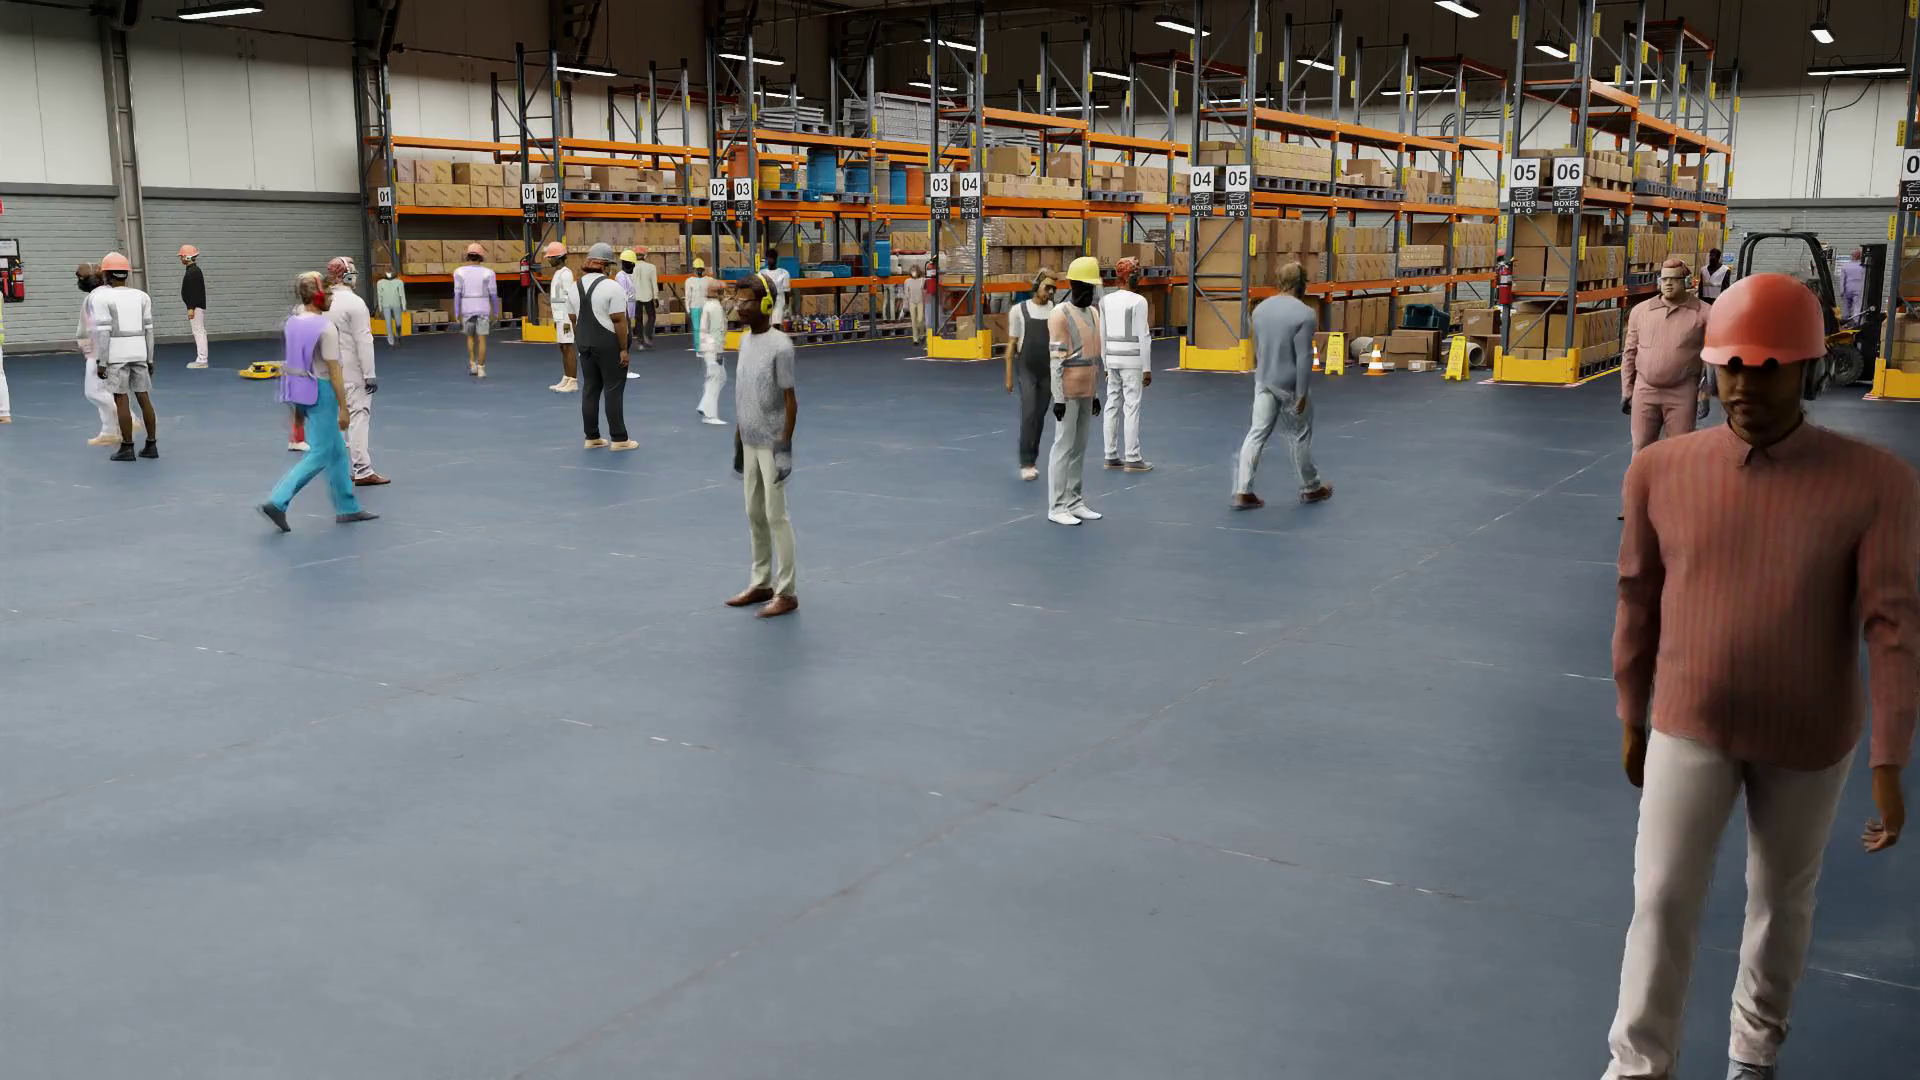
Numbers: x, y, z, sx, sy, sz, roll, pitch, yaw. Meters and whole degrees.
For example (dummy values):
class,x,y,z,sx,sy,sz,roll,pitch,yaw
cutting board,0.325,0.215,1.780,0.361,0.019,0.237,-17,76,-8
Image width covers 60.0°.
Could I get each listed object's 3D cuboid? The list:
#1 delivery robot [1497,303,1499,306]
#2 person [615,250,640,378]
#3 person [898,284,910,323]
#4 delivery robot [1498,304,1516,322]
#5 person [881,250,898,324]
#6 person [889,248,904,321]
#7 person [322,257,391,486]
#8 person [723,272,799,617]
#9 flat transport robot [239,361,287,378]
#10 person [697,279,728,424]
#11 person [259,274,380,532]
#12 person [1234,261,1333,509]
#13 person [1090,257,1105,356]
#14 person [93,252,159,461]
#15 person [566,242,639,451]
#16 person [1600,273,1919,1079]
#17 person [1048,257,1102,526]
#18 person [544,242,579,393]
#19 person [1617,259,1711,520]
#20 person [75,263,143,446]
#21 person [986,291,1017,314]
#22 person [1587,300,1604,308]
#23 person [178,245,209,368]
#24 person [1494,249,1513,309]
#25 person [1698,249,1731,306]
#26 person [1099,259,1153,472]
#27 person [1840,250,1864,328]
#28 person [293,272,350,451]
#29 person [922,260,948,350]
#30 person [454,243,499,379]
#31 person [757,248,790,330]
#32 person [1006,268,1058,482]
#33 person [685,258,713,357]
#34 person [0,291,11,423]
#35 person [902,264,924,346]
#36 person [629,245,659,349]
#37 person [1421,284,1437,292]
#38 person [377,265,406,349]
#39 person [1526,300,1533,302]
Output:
class,x,y,z,sx,sy,sz,roll,pitch,yaw
delivery robot,13.258,-5.594,40.921,0.477,0.478,0.707,0,10,-1
person,-5.014,-3.398,25.054,0.389,1.923,0.586,-2,10,-9
person,-1.191,-5.888,39.848,0.502,1.612,0.682,6,12,32
delivery robot,13.100,-5.488,40.329,0.707,0.478,0.477,-1,10,-8
person,-1.774,-6.383,41.922,0.514,1.872,0.328,6,12,30
person,-1.638,-6.584,42.970,0.538,1.907,0.915,4,11,20
person,-5.114,-1.404,13.927,0.639,1.911,0.406,6,12,29
person,-1.084,-0.521,9.097,0.313,1.867,0.522,-8,13,-39
flat transport robot,-10.123,-2.618,25.312,1.431,0.197,0.652,-9,14,-43
person,-2.771,-2.109,18.709,0.379,1.629,0.569,-4,11,-20
person,-4.590,-0.974,11.791,0.577,1.815,0.879,9,14,42
person,2.484,-1.181,12.757,1.017,1.892,0.640,-9,13,-40
person,2.300,-4.139,29.599,0.958,1.793,0.583,-7,12,-33
person,-7.803,-1.703,15.520,0.373,1.934,0.552,6,12,30
person,-3.481,-1.903,16.350,0.682,2.000,0.538,6,12,31
person,1.672,0.425,3.543,0.630,1.946,0.973,6,12,32
person,0.856,-1.076,12.041,0.381,1.923,0.591,7,12,33
person,-5.406,-3.011,22.563,0.394,2.038,0.605,-5,11,-24
person,5.107,-1.067,12.045,0.648,1.907,0.409,7,12,33
person,-8.502,-1.831,16.523,0.451,1.829,0.642,-3,11,-16
person,0.820,-4.812,32.965,0.625,1.934,0.364,0,10,1
person,15.211,-5.874,39.719,0.511,1.640,0.308,1,10,6
person,-12.446,-3.785,27.015,0.378,1.996,0.611,-3,11,-18
person,13.488,-6.299,41.459,0.581,1.872,0.983,-5,11,-26
person,14.348,-4.580,31.683,0.399,1.920,0.589,-7,12,-34
person,1.481,-1.547,14.799,0.355,1.883,0.575,-9,13,-40
person,21.113,-5.901,39.247,0.641,1.869,0.947,5,11,28
person,-6.234,-1.725,16.193,0.672,1.746,0.533,-1,10,-4
person,-0.458,-4.506,31.787,0.523,1.748,0.652,4,11,23
person,-7.274,-3.453,25.098,0.635,2.013,0.795,-1,10,-8
person,-3.185,-4.034,28.539,0.617,1.948,0.701,3,11,17
person,0.681,-1.404,14.206,0.519,1.800,0.800,-3,10,-14
person,-4.608,-4.111,29.519,0.545,1.751,0.398,-4,11,-20
person,-10.902,-2.188,18.542,0.430,1.836,0.628,0,10,1
person,-0.841,-4.588,32.581,0.567,1.610,0.454,4,11,19
person,-6.059,-4.629,31.783,0.650,1.977,0.476,1,10,4
person,12.011,-6.528,42.686,0.992,1.883,0.569,3,10,15
person,-10.912,-4.476,31.934,0.518,1.616,0.453,-3,11,-16
person,13.923,-6.029,40.601,0.398,1.625,0.542,4,11,22
